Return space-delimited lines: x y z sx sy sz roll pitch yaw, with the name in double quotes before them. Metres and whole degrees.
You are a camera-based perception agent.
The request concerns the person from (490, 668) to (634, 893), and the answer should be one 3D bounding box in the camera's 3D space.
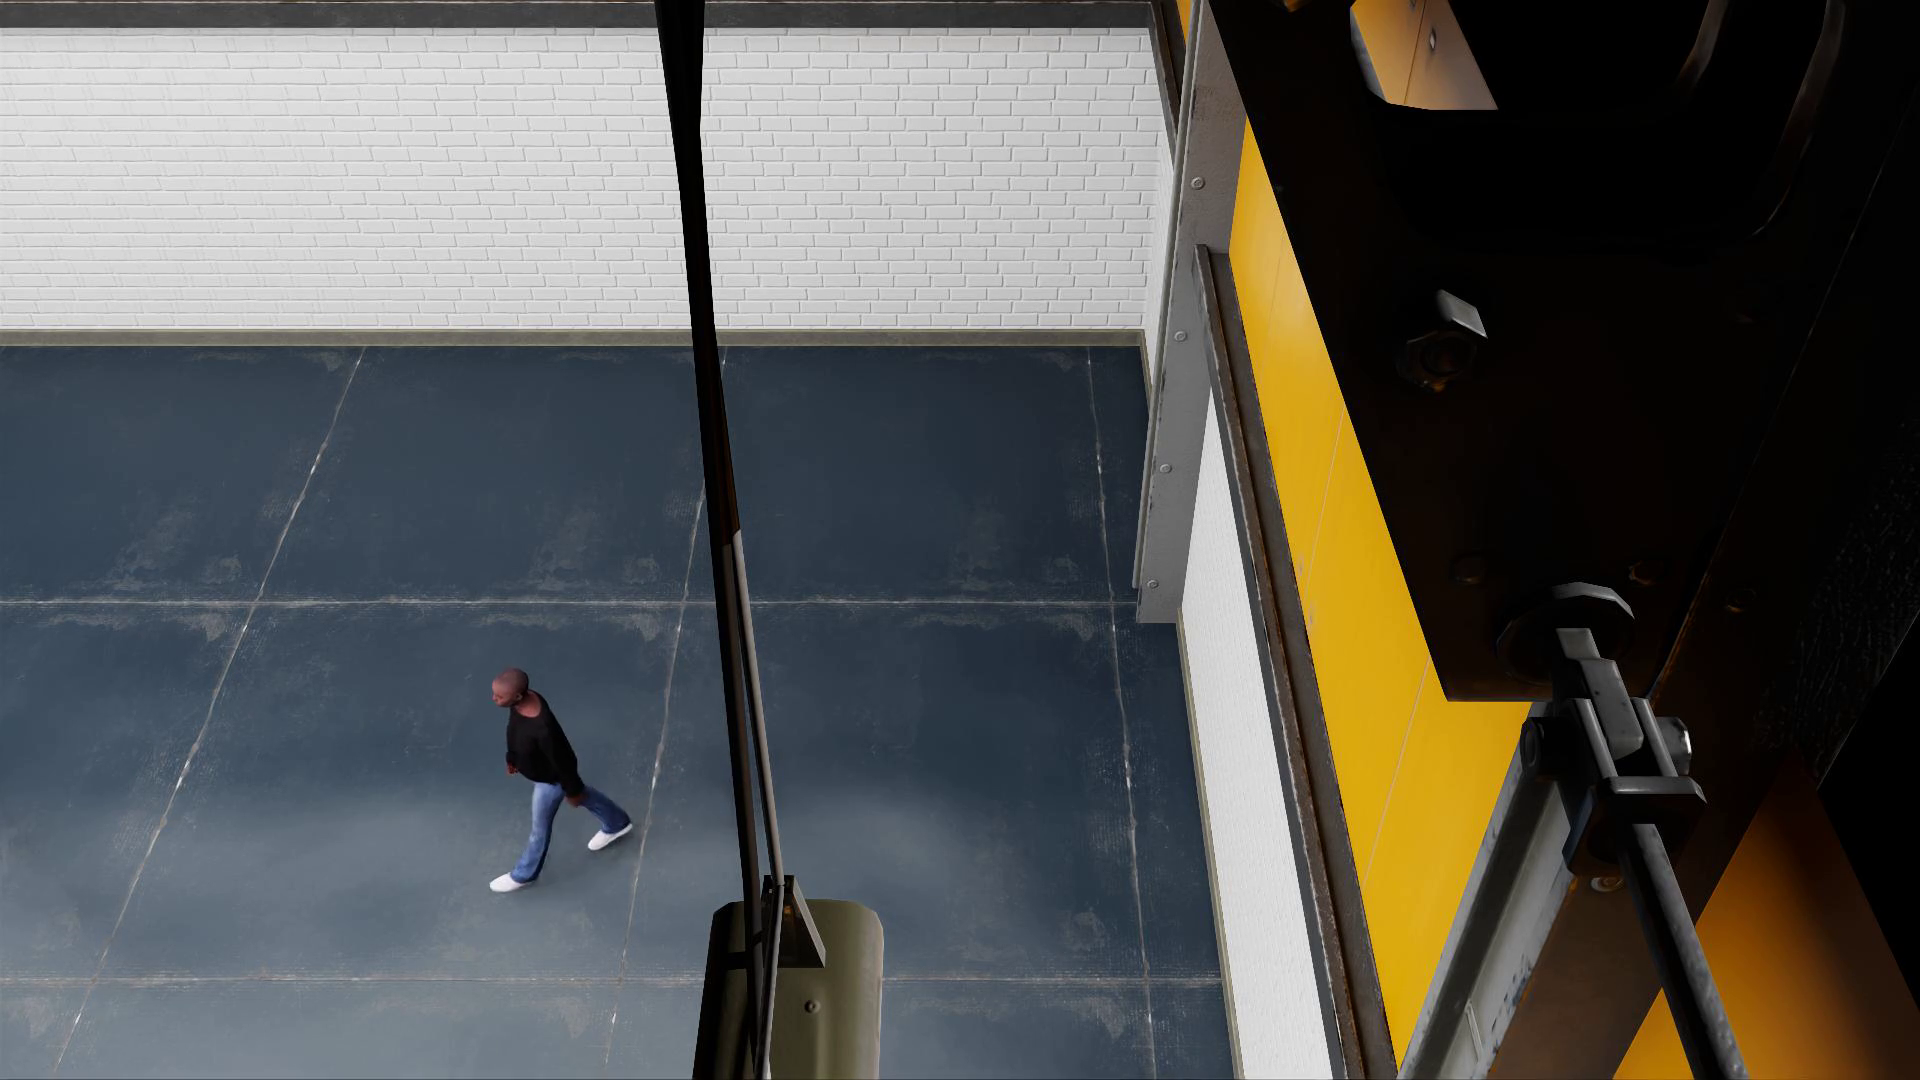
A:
"person" -2.266 1.289 9.524 1.078 1.705 1.150 -25 49 -24
